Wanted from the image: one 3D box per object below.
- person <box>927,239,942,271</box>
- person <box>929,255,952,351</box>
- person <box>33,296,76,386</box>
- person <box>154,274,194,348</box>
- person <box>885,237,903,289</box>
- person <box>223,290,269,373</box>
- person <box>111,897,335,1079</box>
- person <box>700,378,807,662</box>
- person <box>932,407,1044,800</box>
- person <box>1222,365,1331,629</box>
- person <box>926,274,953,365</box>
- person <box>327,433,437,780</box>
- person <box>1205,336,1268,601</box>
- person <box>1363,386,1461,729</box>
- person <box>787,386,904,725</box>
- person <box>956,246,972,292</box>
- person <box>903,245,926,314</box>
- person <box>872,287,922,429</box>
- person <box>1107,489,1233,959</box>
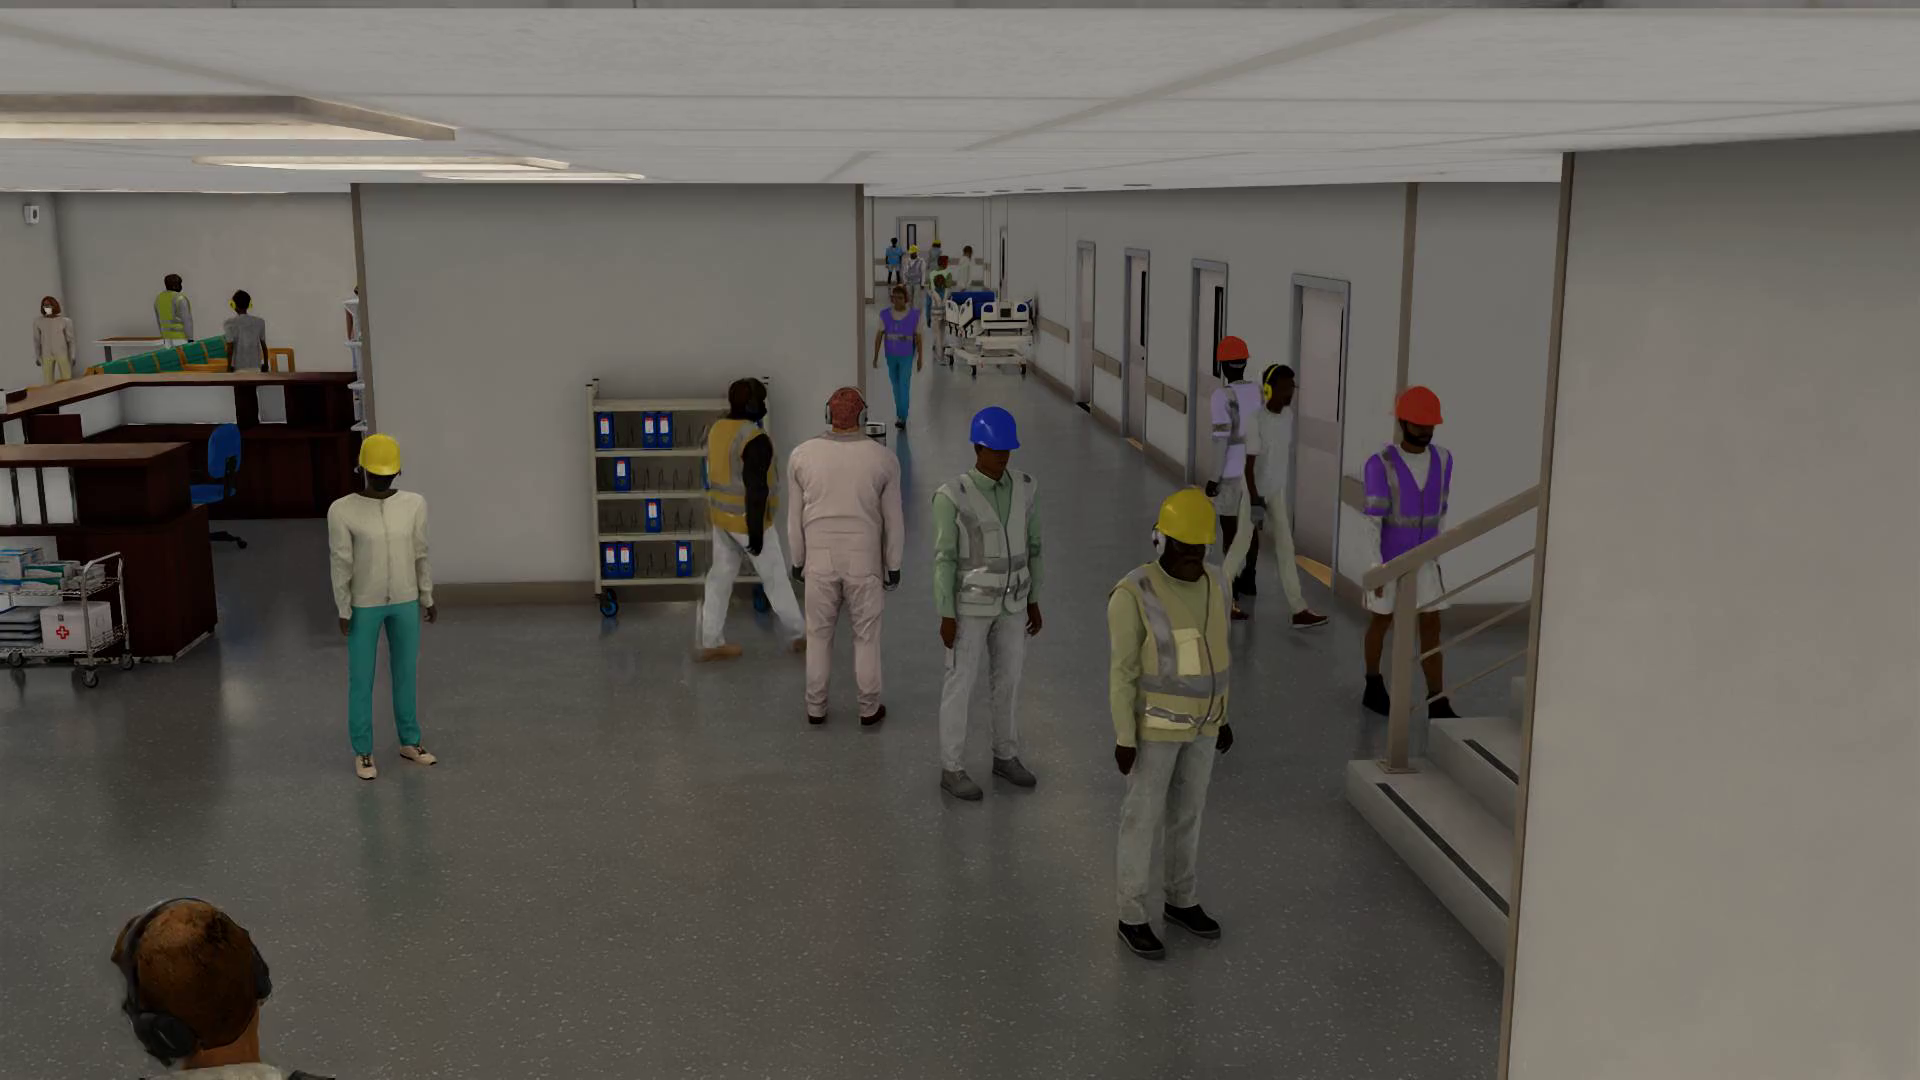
[{"bbox_3d":[-0.724,-8.575,52.116,0.495,1.683,0.908,8,14,33],"label":"person"},{"bbox_3d":[-0.371,-4.609,32.363,0.373,1.843,0.571,-11,16,-44],"label":"person"},{"bbox_3d":[-12.180,-2.462,22.393,0.499,1.634,0.285,-3,12,-14],"label":"person"},{"bbox_3d":[-11.423,-2.958,24.309,0.624,1.844,0.429,5,13,23],"label":"person"},{"bbox_3d":[-2.159,-9.064,54.492,0.581,1.694,0.324,-2,12,-9],"label":"person"},{"bbox_3d":[-8.388,-2.002,19.569,0.310,1.868,0.534,10,15,41],"label":"person"},{"bbox_3d":[-1.159,1.474,2.721,0.579,1.818,0.510,-2,12,-10],"label":"person"},{"bbox_3d":[-1.276,-0.135,10.613,0.933,1.796,0.654,-9,15,-37],"label":"person"},{"bbox_3d":[0.143,0.308,8.131,0.600,1.938,0.422,-8,14,-33],"label":"person"},{"bbox_3d":[2.121,-0.288,11.321,0.519,1.811,0.973,-10,15,-39],"label":"person"},{"bbox_3d":[-0.362,-3.954,29.759,0.519,1.603,0.827,-5,13,-22],"label":"person"},{"bbox_3d":[-2.919,0.327,8.463,0.523,1.759,0.335,-10,15,-41],"label":"person"},{"bbox_3d":[1.992,-0.521,12.170,0.547,1.934,0.375,-10,15,-41],"label":"person"},{"bbox_3d":[2.497,0.113,9.144,0.568,1.897,0.912,-3,12,-15],"label":"person"},{"bbox_3d":[-0.630,0.096,9.251,0.651,1.902,0.400,1,12,3],"label":"person"},{"bbox_3d":[0.097,-5.608,37.142,0.350,1.902,0.741,1,12,3],"label":"person"},{"bbox_3d":[-1.127,-6.294,40.664,0.590,1.824,0.403,6,13,26],"label":"person"},{"bbox_3d":[-0.808,-2.318,21.262,0.580,1.802,0.901,3,12,16],"label":"person"},{"bbox_3d":[0.841,0.699,6.462,0.597,1.828,0.403,-8,14,-35],"label":"person"}]
